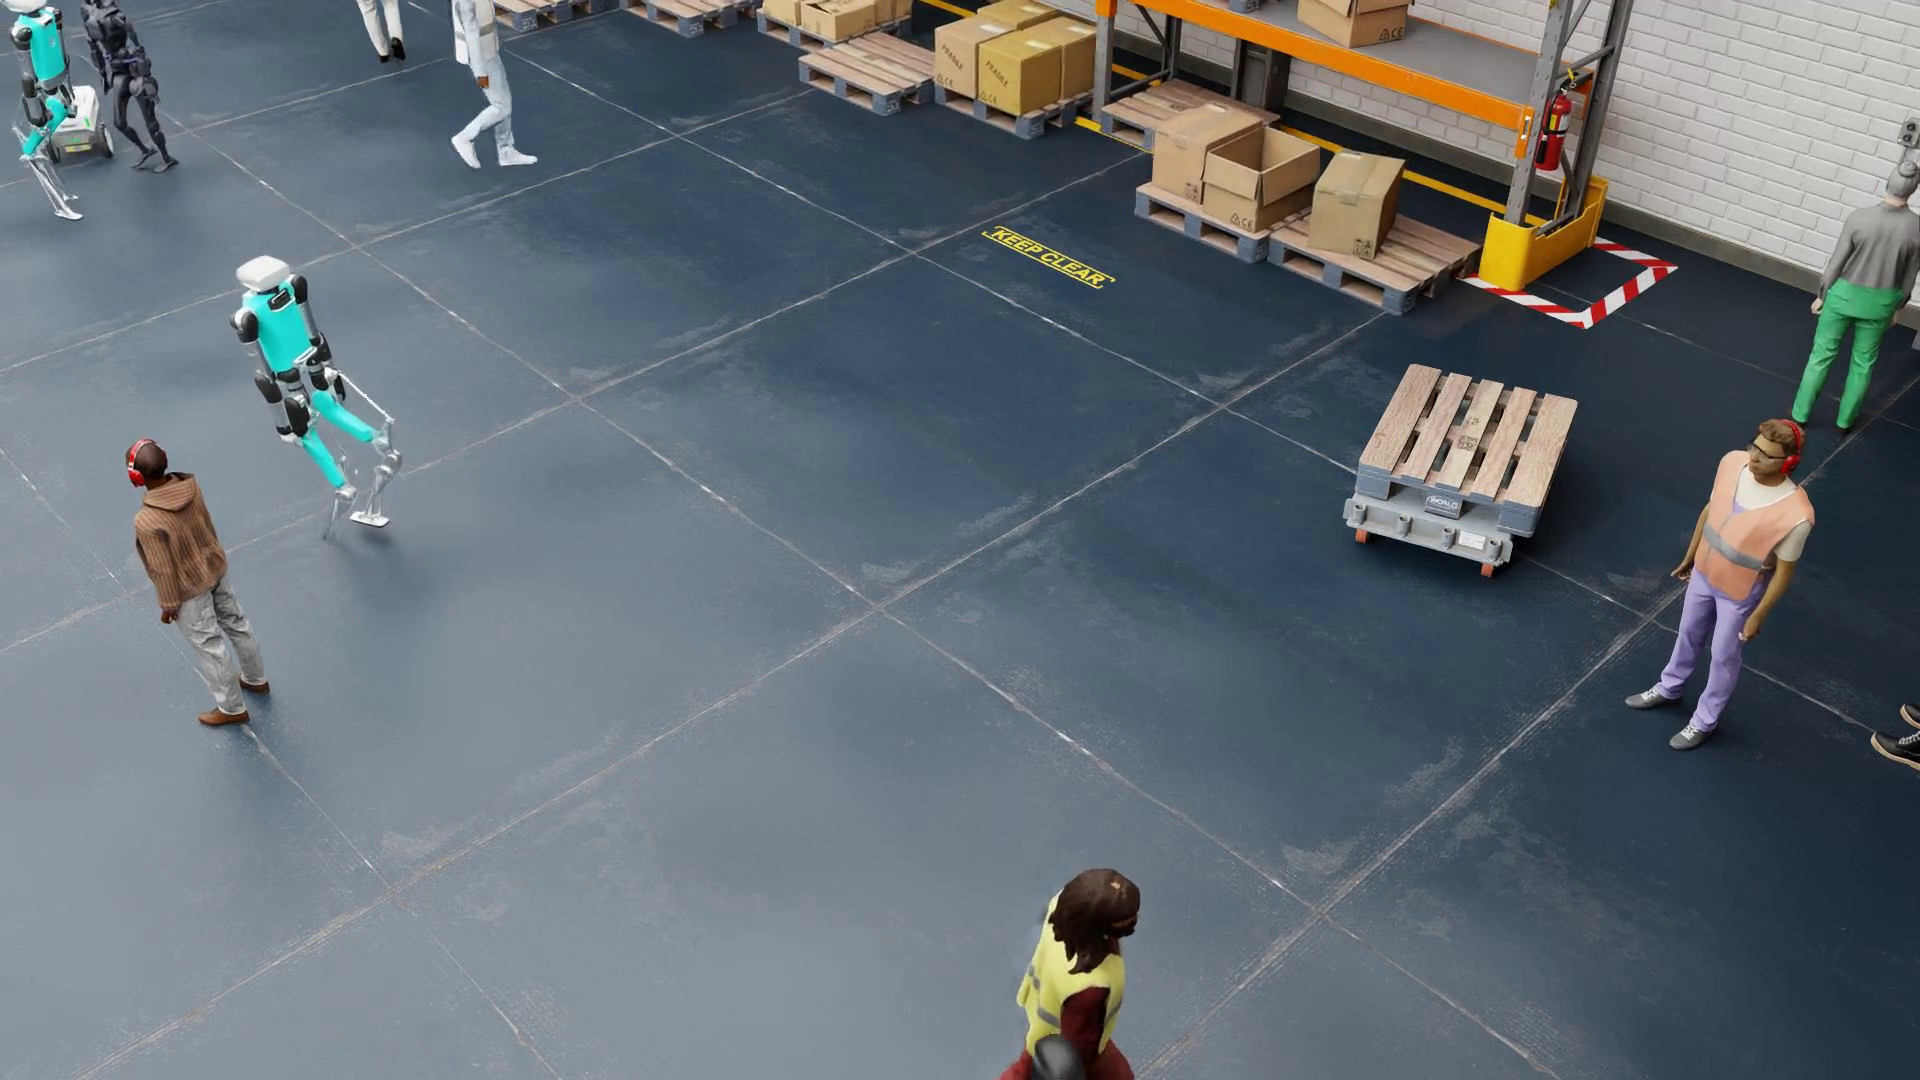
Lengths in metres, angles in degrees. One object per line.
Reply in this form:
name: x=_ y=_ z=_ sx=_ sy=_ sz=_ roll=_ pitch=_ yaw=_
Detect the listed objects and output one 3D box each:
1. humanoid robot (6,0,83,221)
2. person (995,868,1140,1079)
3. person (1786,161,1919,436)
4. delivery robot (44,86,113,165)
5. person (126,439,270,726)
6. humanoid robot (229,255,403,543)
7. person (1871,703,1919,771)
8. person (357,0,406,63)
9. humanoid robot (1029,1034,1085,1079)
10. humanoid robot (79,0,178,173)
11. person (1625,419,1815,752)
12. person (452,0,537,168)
humanoid robot: x=-7.101 y=-3.307 z=12.707 sx=0.795 sy=1.788 sz=0.530 roll=4 pitch=37 yaw=5
person: x=0.375 y=1.764 z=5.988 sx=0.922 sy=1.727 sz=0.468 roll=-7 pitch=38 yaw=-9
person: x=5.523 y=-1.482 z=10.194 sx=0.511 sy=1.838 sz=0.340 roll=13 pitch=39 yaw=17
delivery robot: x=-7.429 y=-3.527 z=13.959 sx=0.499 sy=0.587 sz=0.781 roll=-12 pitch=39 yaw=-15
person: x=-3.725 y=0.216 z=8.098 sx=0.324 sy=1.651 sz=0.459 roll=8 pitch=38 yaw=10
humanoid robot: x=-3.490 y=-0.706 z=9.278 sx=0.825 sy=1.796 sz=0.540 roll=12 pitch=39 yaw=15
person: x=4.820 y=0.263 z=7.779 sx=0.605 sy=1.966 sz=0.368 roll=-26 pitch=44 yaw=-30
person: x=-5.401 y=-5.222 z=15.211 sx=0.542 sy=1.765 sz=0.478 roll=-8 pitch=38 yaw=-11
humanoid robot: x=0.281 y=2.213 z=5.446 sx=0.599 sy=1.647 sz=0.421 roll=-14 pitch=39 yaw=-18
humanoid robot: x=-6.660 y=-3.723 z=13.302 sx=0.613 sy=1.642 sz=0.389 roll=15 pitch=40 yaw=19
person: x=3.684 y=0.205 z=7.951 sx=0.391 sy=1.850 sz=0.563 roll=-13 pitch=39 yaw=-16
person: x=-3.830 y=-3.859 z=13.289 sx=0.532 sy=1.899 sz=0.607 roll=-3 pitch=37 yaw=-4
